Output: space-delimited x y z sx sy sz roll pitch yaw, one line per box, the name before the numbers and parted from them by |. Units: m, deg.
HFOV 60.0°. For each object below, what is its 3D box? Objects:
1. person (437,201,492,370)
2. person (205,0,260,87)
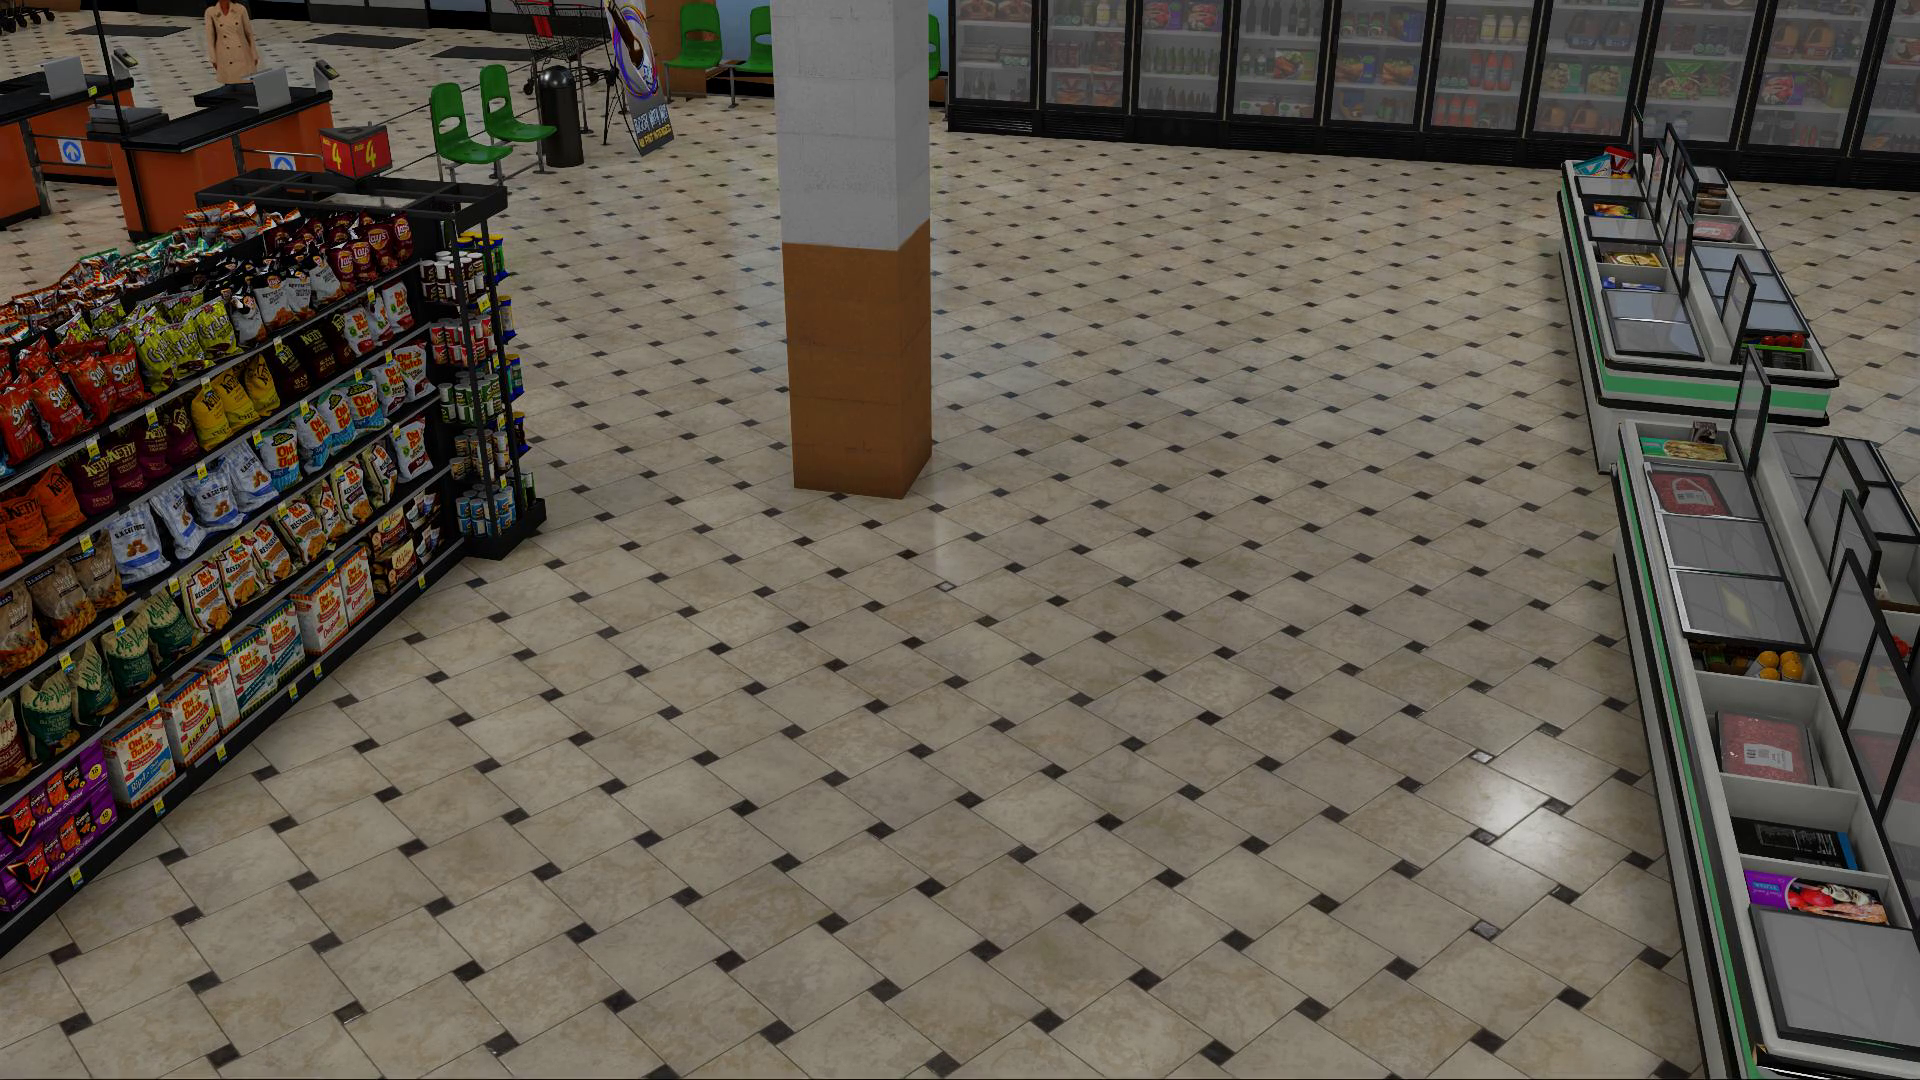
person | -3.269 -1.365 10.495 0.799 1.621 0.686 -6 28 -13
person | -7.856 -5.216 18.024 0.725 1.680 0.748 -10 29 -20
